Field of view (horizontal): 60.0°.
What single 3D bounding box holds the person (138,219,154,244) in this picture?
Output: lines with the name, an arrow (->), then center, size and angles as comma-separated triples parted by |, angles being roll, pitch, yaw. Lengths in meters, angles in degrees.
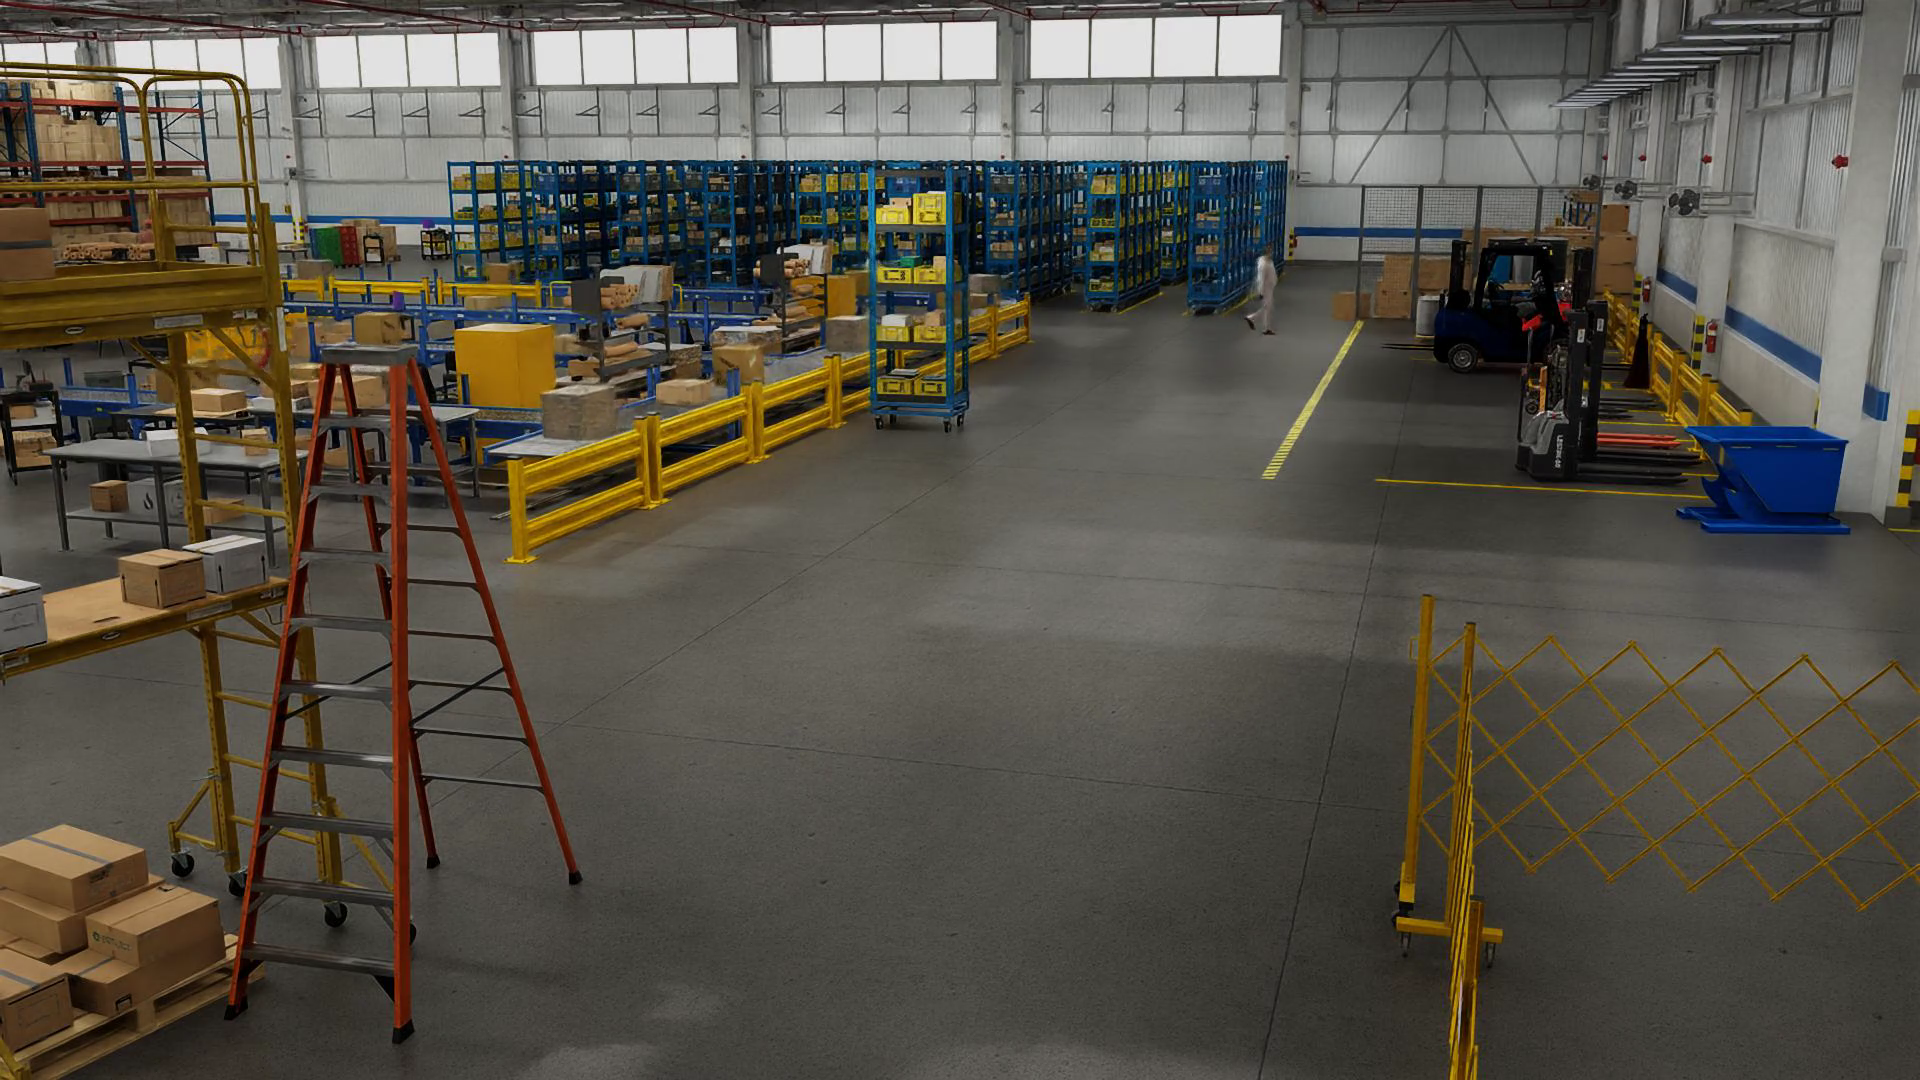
person -> -23.427, -8.297, 48.155 | 0.617, 1.944, 0.903 | -7, 15, -28

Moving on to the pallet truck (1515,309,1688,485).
pallet truck -> 7.554, -1.677, 19.446 | 1.885, 1.965, 0.823 | 3, 13, 14

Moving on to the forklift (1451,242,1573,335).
forklift -> 10.464, -4.597, 31.405 | 2.680, 1.987, 1.157 | 4, 14, 16

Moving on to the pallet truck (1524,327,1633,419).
pallet truck -> 9.065, -2.460, 24.370 | 1.522, 1.261, 0.704 | 3, 13, 14

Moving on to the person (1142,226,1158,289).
person -> 5.334, -7.911, 46.749 | 0.407, 1.832, 0.578 | -7, 15, -27

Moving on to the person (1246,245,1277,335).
person -> 6.459, -5.321, 35.403 | 0.597, 1.896, 0.648 | 5, 14, 20

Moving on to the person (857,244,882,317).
person -> -1.986, -5.762, 37.496 | 0.660, 1.810, 0.602 | 3, 13, 12

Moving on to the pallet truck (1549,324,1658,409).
pallet truck -> 9.824, -2.669, 25.407 | 1.601, 1.201, 0.680 | 4, 14, 16

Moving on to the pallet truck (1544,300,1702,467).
pallet truck -> 8.263, -1.952, 20.631 | 1.885, 1.965, 0.823 | 5, 14, 20

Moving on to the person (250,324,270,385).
person -> -11.564, -3.478, 27.813 | 0.536, 1.735, 0.863 | 11, 17, 39

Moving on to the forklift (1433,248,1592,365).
forklift -> 9.780, -4.111, 29.280 | 2.680, 1.987, 1.157 | 3, 13, 14

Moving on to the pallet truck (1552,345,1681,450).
pallet truck -> 8.641, -1.896, 21.908 | 1.630, 1.274, 0.653 | 4, 14, 16
